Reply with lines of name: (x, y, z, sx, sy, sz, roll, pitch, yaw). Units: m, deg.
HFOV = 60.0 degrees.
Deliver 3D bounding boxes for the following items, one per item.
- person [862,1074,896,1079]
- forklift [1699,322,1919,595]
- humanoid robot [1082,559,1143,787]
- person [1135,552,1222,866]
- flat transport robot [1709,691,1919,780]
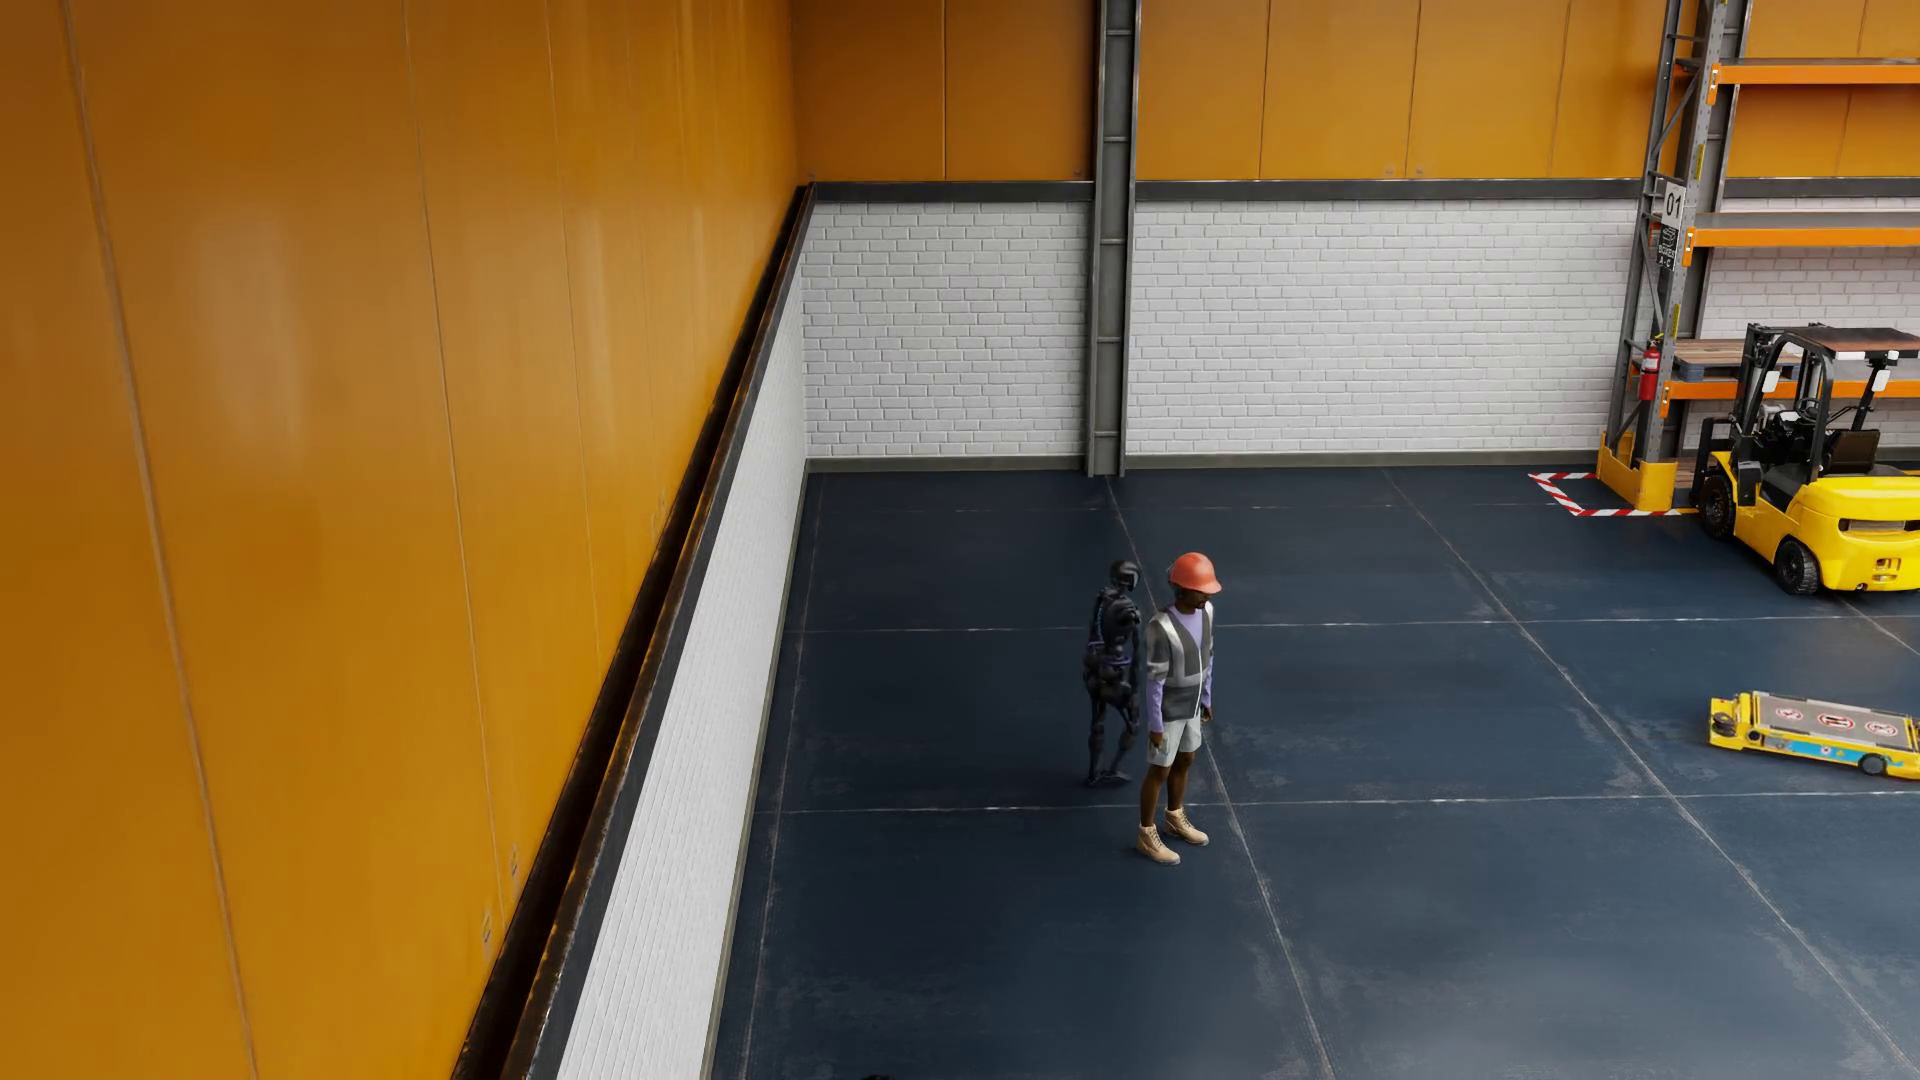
person: (-0.258, 2.706, 6.166, 0.322, 1.688, 0.528, -3, 20, -9)
forklift: (7.809, -0.792, 14.926, 1.214, 2.155, 2.313, -1, 20, -2)
humanoid robot: (1.009, 0.889, 11.114, 0.357, 1.648, 0.613, -11, 23, -26)
person: (1.372, 1.027, 10.233, 0.413, 2.034, 0.601, 17, 27, 39)
flat transport robot: (6.120, 1.375, 11.825, 1.431, 0.231, 0.659, 9, 22, 22)
